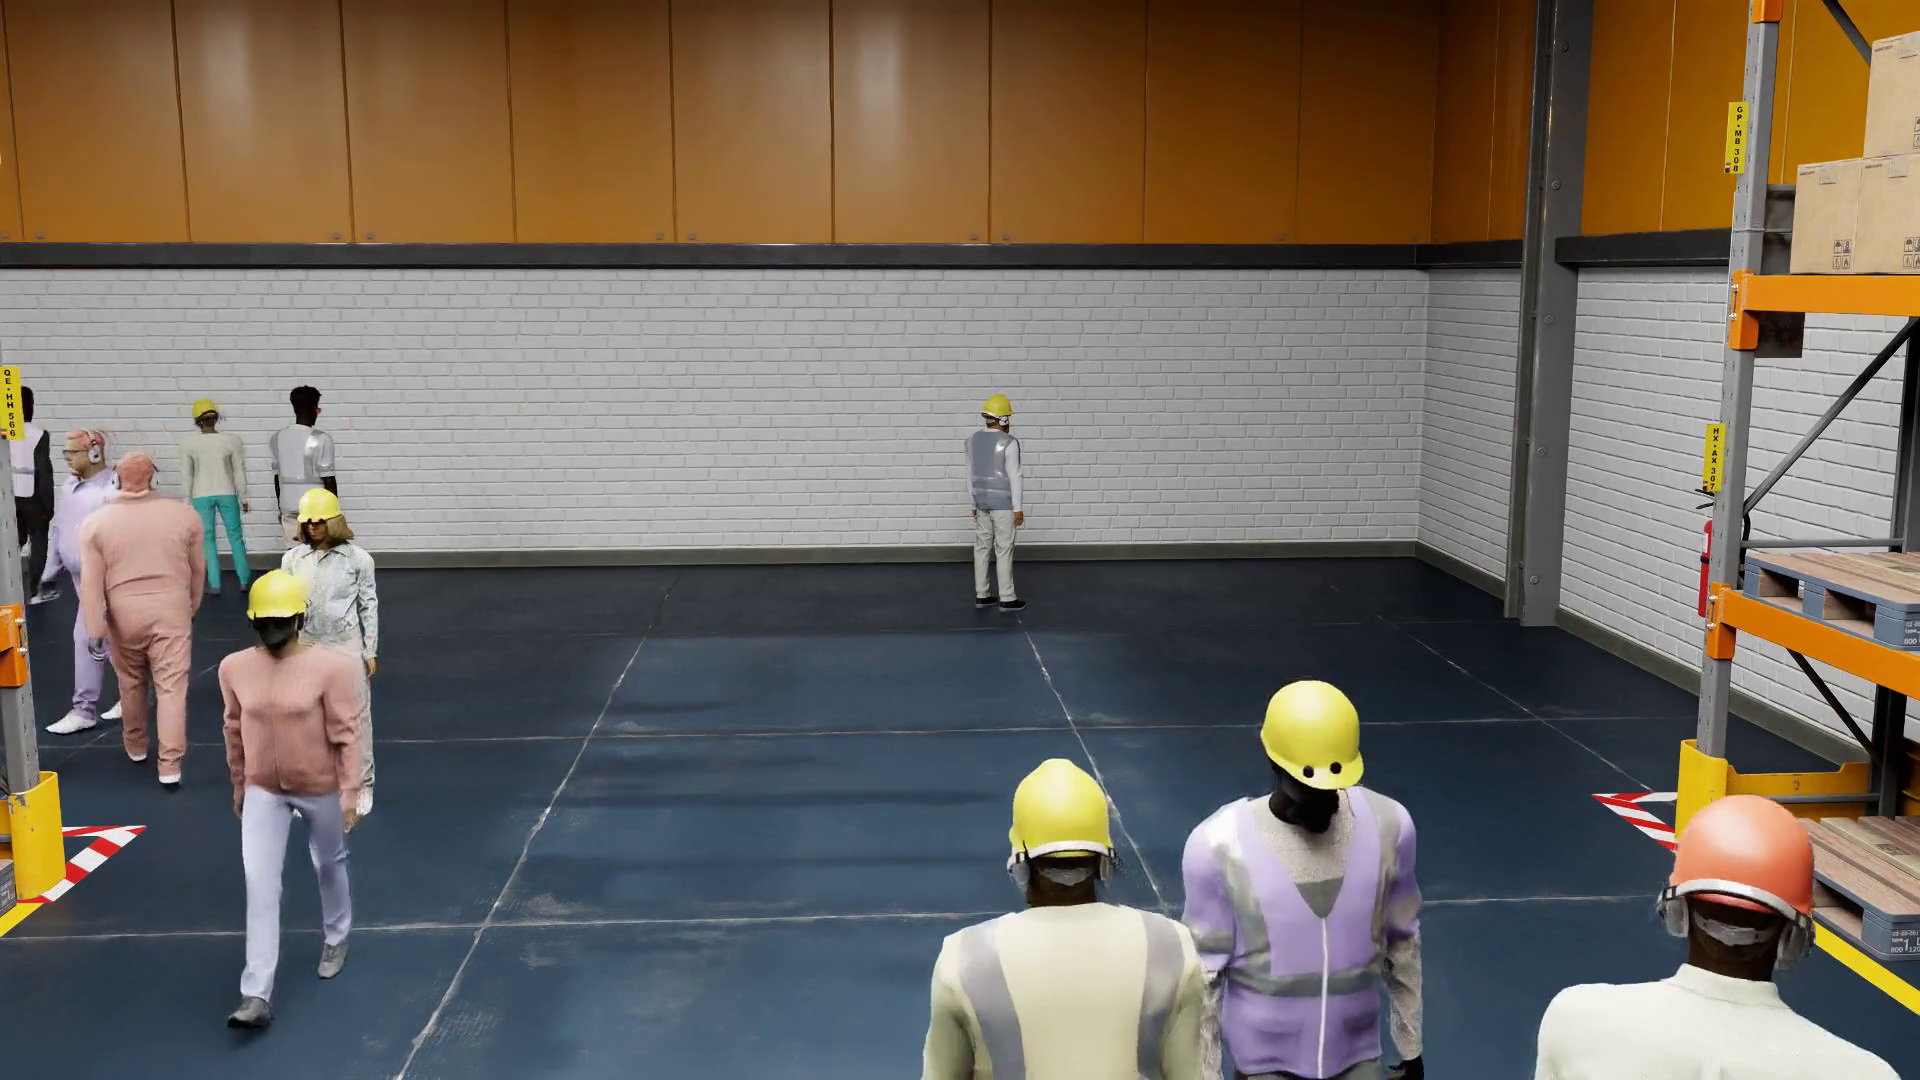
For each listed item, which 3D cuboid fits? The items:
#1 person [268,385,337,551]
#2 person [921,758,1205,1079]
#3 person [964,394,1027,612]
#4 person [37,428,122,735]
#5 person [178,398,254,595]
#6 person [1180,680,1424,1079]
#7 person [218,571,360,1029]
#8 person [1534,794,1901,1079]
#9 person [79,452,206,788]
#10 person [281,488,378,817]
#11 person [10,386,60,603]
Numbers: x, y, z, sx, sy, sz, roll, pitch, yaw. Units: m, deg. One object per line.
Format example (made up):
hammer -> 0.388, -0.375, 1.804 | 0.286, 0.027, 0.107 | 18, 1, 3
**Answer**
person -> -5.262, -0.270, 13.416 | 0.607, 1.958, 0.373 | 3, 10, 20
person -> 0.207, 1.355, 3.702 | 0.606, 1.787, 0.917 | -1, 9, -8
person -> 0.319, -0.315, 14.081 | 0.586, 1.835, 0.403 | 8, 12, 42
person -> -5.508, 0.251, 10.396 | 0.655, 1.876, 0.845 | 7, 11, 37
person -> -6.590, -0.377, 14.771 | 0.610, 1.747, 0.326 | -5, 11, -31
person -> 0.848, 1.239, 4.099 | 0.643, 1.898, 0.514 | -1, 9, -8
person -> -2.567, 0.965, 6.388 | 0.540, 1.712, 0.949 | -1, 9, -4
person -> 1.239, 1.417, 2.874 | 0.623, 1.954, 0.996 | 5, 10, 29
person -> -4.575, 0.429, 9.365 | 0.631, 1.849, 0.985 | -4, 10, -26
person -> -3.293, 0.591, 8.687 | 0.492, 1.740, 0.325 | 0, 9, -2
person -> -8.049, -0.370, 14.236 | 0.606, 1.895, 0.536 | 1, 9, 5
